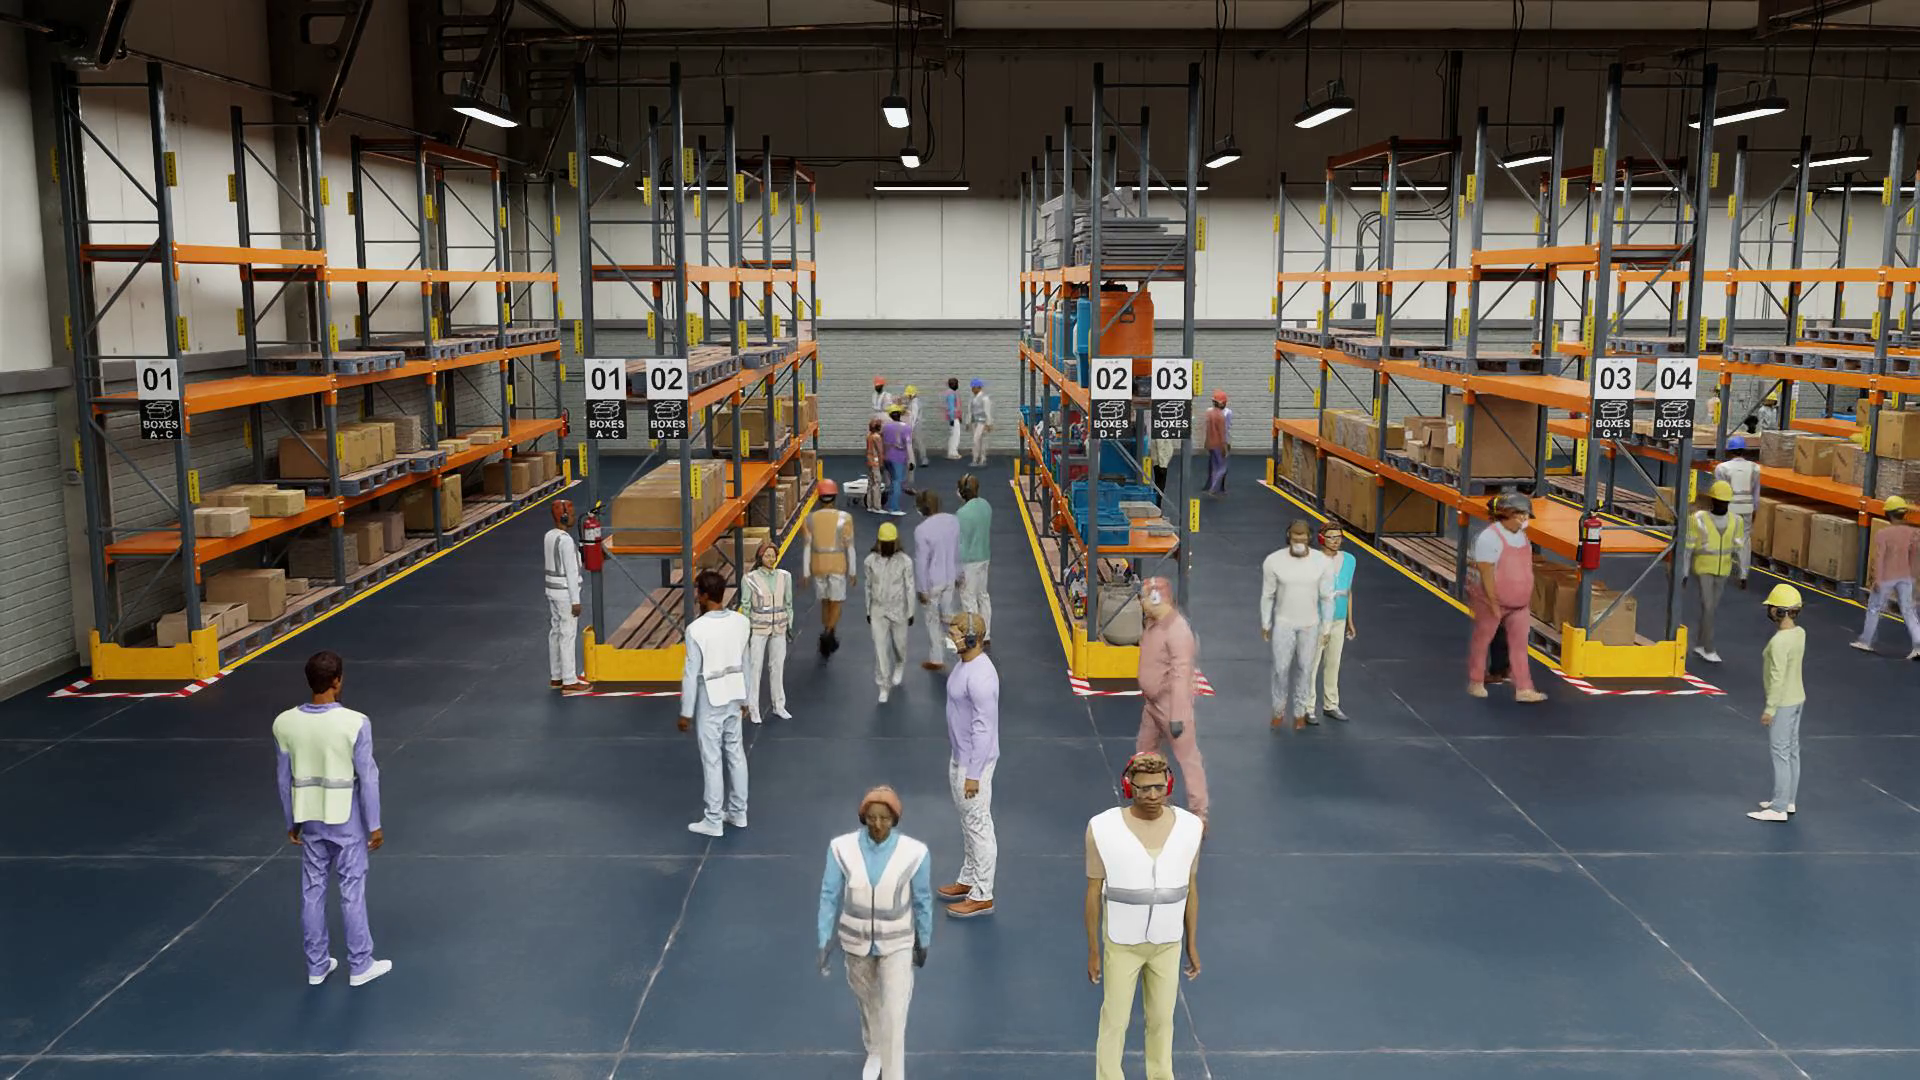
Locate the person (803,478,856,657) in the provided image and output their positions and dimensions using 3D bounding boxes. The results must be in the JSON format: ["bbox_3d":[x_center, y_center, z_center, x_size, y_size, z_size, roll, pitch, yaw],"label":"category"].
[{"bbox_3d":[-1.396,0.308,17.617,0.566,1.907,0.782,1,9,7],"label":"person"}]

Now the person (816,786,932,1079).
[{"bbox_3d":[-0.406,1.958,7.998,0.527,1.591,0.878,1,9,8],"label":"person"}]

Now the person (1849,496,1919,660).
[{"bbox_3d":[9.929,0.394,17.629,0.541,1.726,0.901,-2,9,-12],"label":"person"}]

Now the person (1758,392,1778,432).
[{"bbox_3d":[16.543,-2.163,34.054,0.487,1.737,0.320,-4,10,-24],"label":"person"}]

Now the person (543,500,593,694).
[{"bbox_3d":[-3.829,0.547,16.132,0.353,1.883,0.577,-6,11,-36],"label":"person"}]

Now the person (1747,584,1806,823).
[{"bbox_3d":[6.056,1.201,12.295,0.326,1.769,0.524,8,12,43],"label":"person"}]

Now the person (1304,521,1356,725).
[{"bbox_3d":[3.312,0.734,15.044,0.564,1.846,0.390,-4,10,-23],"label":"person"}]

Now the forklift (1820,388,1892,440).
[{"bbox_3d":[20.072,-3.110,36.462,1.873,2.768,1.129,0,9,0],"label":"forklift"}]

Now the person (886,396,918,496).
[{"bbox_3d":[-1.047,-1.730,30.805,0.685,1.876,0.766,-8,12,-42],"label":"person"}]

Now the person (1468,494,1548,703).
[{"bbox_3d":[5.210,0.531,15.731,0.690,2.000,0.917,-4,10,-24],"label":"person"}]

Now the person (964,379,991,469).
[{"bbox_3d":[0.298,-2.470,35.420,0.835,1.912,0.658,-6,11,-35],"label":"person"}]

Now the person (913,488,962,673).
[{"bbox_3d":[-0.185,0.431,16.795,0.559,1.910,0.677,8,12,42],"label":"person"}]

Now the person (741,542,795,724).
[{"bbox_3d":[-1.743,0.831,15.073,0.515,1.645,0.309,-6,10,-32],"label":"person"}]

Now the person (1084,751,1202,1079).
[{"bbox_3d":[0.848,1.870,7.735,0.567,1.847,0.389,-2,9,-14],"label":"person"}]

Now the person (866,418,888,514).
[{"bbox_3d":[-1.448,-1.269,28.584,0.311,1.642,0.514,-5,10,-28],"label":"person"}]

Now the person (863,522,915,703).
[{"bbox_3d":[-0.671,0.648,16.016,0.497,1.717,0.748,0,9,3],"label":"person"}]

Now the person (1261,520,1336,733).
[{"bbox_3d":[2.969,0.767,14.645,0.637,1.907,0.663,1,9,9],"label":"person"}]

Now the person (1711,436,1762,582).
[{"bbox_3d":[10.322,-0.413,22.146,0.611,1.940,0.420,1,9,8],"label":"person"}]

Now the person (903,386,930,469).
[{"bbox_3d":[-1.076,-2.383,35.313,0.932,1.774,0.604,-1,9,-6],"label":"person"}]

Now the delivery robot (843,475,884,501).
[{"bbox_3d":[-1.709,-0.905,29.429,0.707,0.478,0.477,3,9,18],"label":"delivery robot"}]

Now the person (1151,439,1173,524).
[{"bbox_3d":[3.350,-1.249,27.376,0.414,1.984,0.611,2,9,10],"label":"person"}]

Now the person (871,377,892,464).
[{"bbox_3d":[-1.728,-2.608,36.298,0.450,1.918,0.556,-7,11,-38],"label":"person"}]

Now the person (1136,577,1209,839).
[{"bbox_3d":[1.488,1.199,12.035,0.661,1.866,0.690,-2,9,-13],"label":"person"}]

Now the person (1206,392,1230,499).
[{"bbox_3d":[4.738,-1.728,30.456,0.471,1.981,0.655,-3,9,-21],"label":"person"}]

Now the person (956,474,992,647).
[{"bbox_3d":[0.137,0.246,17.926,0.365,1.932,0.630,5,10,29],"label":"person"}]

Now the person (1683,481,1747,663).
[{"bbox_3d":[7.938,0.343,17.373,0.617,1.896,0.806,-1,9,-5],"label":"person"}]

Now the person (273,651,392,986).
[{"bbox_3d":[-3.548,1.578,9.396,0.600,1.916,0.392,1,9,8],"label":"person"}]

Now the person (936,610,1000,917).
[{"bbox_3d":[0.061,1.396,10.491,0.372,1.940,0.631,-2,9,-10],"label":"person"}]

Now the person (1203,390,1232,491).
[{"bbox_3d":[4.895,-1.893,31.651,0.546,1.939,0.375,5,10,29],"label":"person"}]

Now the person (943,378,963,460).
[{"bbox_3d":[-0.152,-2.724,37.371,0.449,1.823,0.668,-1,9,-6],"label":"person"}]

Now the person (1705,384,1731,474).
[{"bbox_3d":[15.742,-2.325,34.474,0.594,1.922,0.386,-4,10,-25],"label":"person"}]

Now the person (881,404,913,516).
[{"bbox_3d":[-1.104,-1.363,28.374,0.653,1.891,0.445,8,12,44],"label":"person"}]

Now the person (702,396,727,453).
[{"bbox_3d":[-4.508,-1.874,31.451,0.662,1.951,0.944,0,9,0],"label":"person"}]

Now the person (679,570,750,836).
[{"bbox_3d":[-1.736,1.174,12.011,0.380,1.912,0.592,6,11,36],"label":"person"}]
